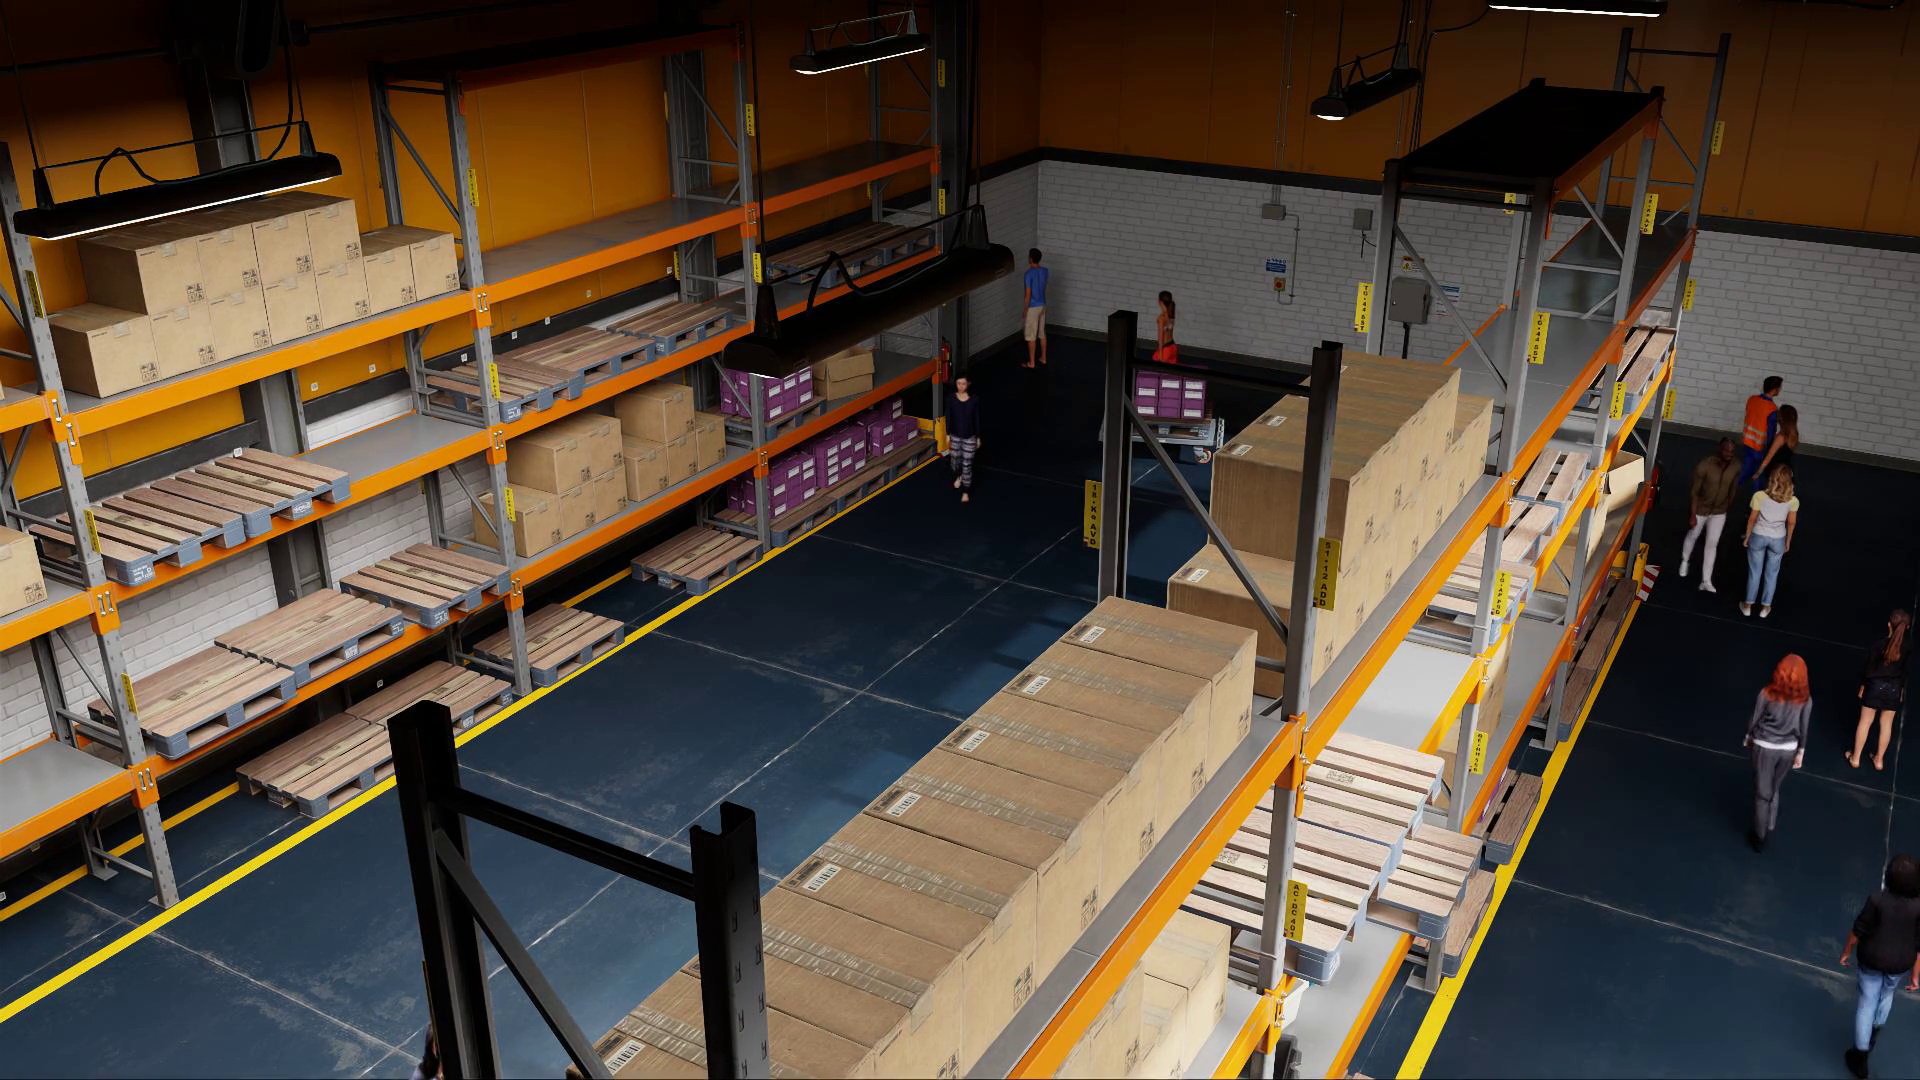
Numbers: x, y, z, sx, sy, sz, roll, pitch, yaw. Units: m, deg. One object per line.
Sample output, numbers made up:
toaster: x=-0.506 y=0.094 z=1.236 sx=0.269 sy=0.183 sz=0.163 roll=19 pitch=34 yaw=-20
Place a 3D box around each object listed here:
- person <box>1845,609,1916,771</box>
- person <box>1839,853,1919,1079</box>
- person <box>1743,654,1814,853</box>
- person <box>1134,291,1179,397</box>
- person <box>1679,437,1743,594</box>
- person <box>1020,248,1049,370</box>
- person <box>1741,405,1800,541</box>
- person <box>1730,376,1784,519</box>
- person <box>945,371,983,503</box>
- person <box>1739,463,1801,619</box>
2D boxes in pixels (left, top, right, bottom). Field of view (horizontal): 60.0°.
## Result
person: x=8.286 y=1.329 z=14.915 sx=0.561 sy=1.556 sz=0.591 roll=8 pitch=25 yaw=17
person: x=6.213 y=2.905 z=11.155 sx=0.710 sy=1.679 sz=0.808 roll=6 pitch=24 yaw=13
person: x=6.672 y=1.789 z=13.603 sx=0.681 sy=1.764 sz=0.731 roll=4 pitch=24 yaw=8
person: x=3.014 y=-2.639 z=23.750 sx=0.815 sy=1.750 sz=1.100 roll=19 pitch=30 yaw=37
person: x=8.295 y=-0.349 z=18.480 sx=1.058 sy=1.775 sz=1.260 roll=3 pitch=24 yaw=6
person: x=1.177 y=-3.604 z=25.817 sx=0.614 sy=1.862 sz=0.780 roll=-20 pitch=31 yaw=-38
person: x=9.574 y=-0.740 z=19.448 sx=0.645 sy=1.716 sz=0.775 roll=-18 pitch=29 yaw=-35
person: x=9.610 y=-1.111 z=20.135 sx=1.091 sy=1.847 sz=1.036 roll=-8 pitch=25 yaw=-17
person: x=0.062 y=-1.341 z=20.823 sx=0.762 sy=1.716 sz=0.856 roll=3 pitch=24 yaw=6
person: x=8.616 y=0.003 z=17.741 sx=0.667 sy=1.722 sz=0.598 roll=8 pitch=25 yaw=17
